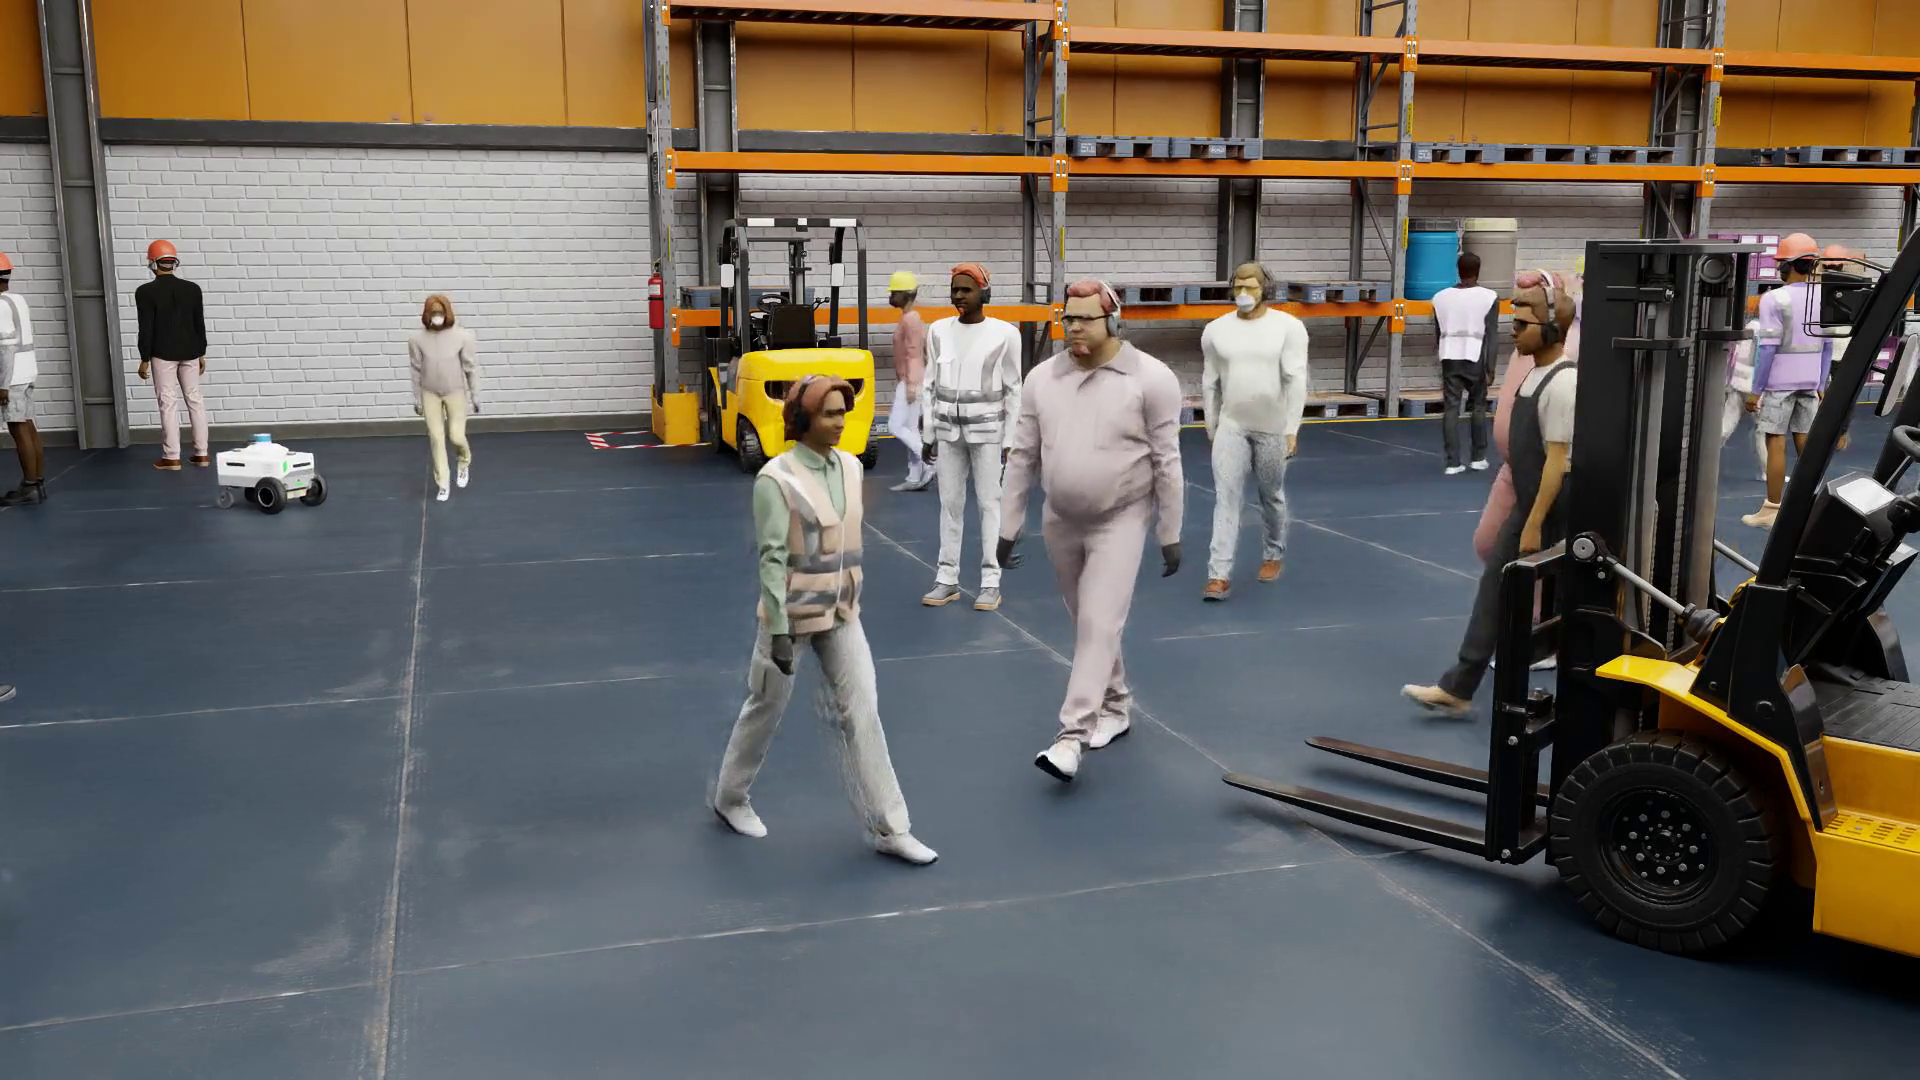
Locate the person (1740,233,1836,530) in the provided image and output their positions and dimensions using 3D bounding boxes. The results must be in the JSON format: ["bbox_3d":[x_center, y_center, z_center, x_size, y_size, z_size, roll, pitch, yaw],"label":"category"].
[{"bbox_3d":[5.726,-1.085,11.513,0.605,2.045,0.379,-3,11,-15],"label":"person"}]

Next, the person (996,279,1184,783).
[{"bbox_3d":[0.445,-0.040,6.280,0.679,1.852,0.987,7,12,32],"label":"person"}]

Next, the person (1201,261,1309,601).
[{"bbox_3d":[1.659,-0.630,9.468,0.637,1.891,1.013,4,11,22],"label":"person"}]

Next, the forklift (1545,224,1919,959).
[{"bbox_3d":[2.909,0.117,4.508,2.313,2.155,1.214,9,14,40],"label":"forklift"}]

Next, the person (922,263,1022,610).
[{"bbox_3d":[0.051,-0.557,9.058,0.572,1.883,0.354,5,11,24],"label":"person"}]

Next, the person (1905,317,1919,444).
[{"bbox_3d":[7.658,-1.203,13.034,0.511,1.715,0.598,9,13,40],"label":"person"}]

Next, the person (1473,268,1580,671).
[{"bbox_3d":[2.641,-0.305,7.678,0.425,1.882,0.661,0,10,-1],"label":"person"}]

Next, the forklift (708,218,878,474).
[{"bbox_3d":[-1.522,-1.778,14.899,1.214,2.155,2.313,-3,11,-17],"label":"forklift"}]

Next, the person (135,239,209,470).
[{"bbox_3d":[-6.874,-1.609,14.512,0.378,1.996,0.611,7,13,35],"label":"person"}]

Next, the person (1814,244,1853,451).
[{"bbox_3d":[8.014,-1.733,15.300,0.623,1.970,0.877,7,13,35],"label":"person"}]

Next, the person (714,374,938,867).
[{"bbox_3d":[-0.501,0.249,5.441,0.873,1.593,0.538,8,13,37],"label":"person"}]

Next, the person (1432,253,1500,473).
[{"bbox_3d":[4.384,-1.532,14.415,0.594,1.880,0.772,6,12,30],"label":"person"}]

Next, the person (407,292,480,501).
[{"bbox_3d":[-3.984,-1.116,12.891,0.505,1.613,0.502,-1,10,-8],"label":"person"}]

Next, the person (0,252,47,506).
[{"bbox_3d":[-7.179,-1.219,12.548,0.376,1.934,0.547,-3,11,-14],"label":"person"}]

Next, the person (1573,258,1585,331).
[{"bbox_3d":[5.002,-1.383,13.553,0.792,1.904,0.591,3,11,18],"label":"person"}]

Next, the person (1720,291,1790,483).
[{"bbox_3d":[6.464,-1.251,13.669,0.827,1.593,0.572,1,10,4],"label":"person"}]

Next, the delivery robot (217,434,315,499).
[{"bbox_3d":[-5.177,-0.548,12.394,0.707,0.478,0.477,4,11,22],"label":"delivery robot"}]

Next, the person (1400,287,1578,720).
[{"bbox_3d":[2.226,-0.105,6.761,0.852,1.814,0.540,0,10,2],"label":"person"}]

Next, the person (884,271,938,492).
[{"bbox_3d":[-0.417,-1.233,13.100,0.378,1.755,0.547,-1,10,-4],"label":"person"}]

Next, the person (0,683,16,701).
[{"bbox_3d":[-4.378,-0.183,7.185,0.592,1.825,0.403,9,14,40],"label":"person"}]
